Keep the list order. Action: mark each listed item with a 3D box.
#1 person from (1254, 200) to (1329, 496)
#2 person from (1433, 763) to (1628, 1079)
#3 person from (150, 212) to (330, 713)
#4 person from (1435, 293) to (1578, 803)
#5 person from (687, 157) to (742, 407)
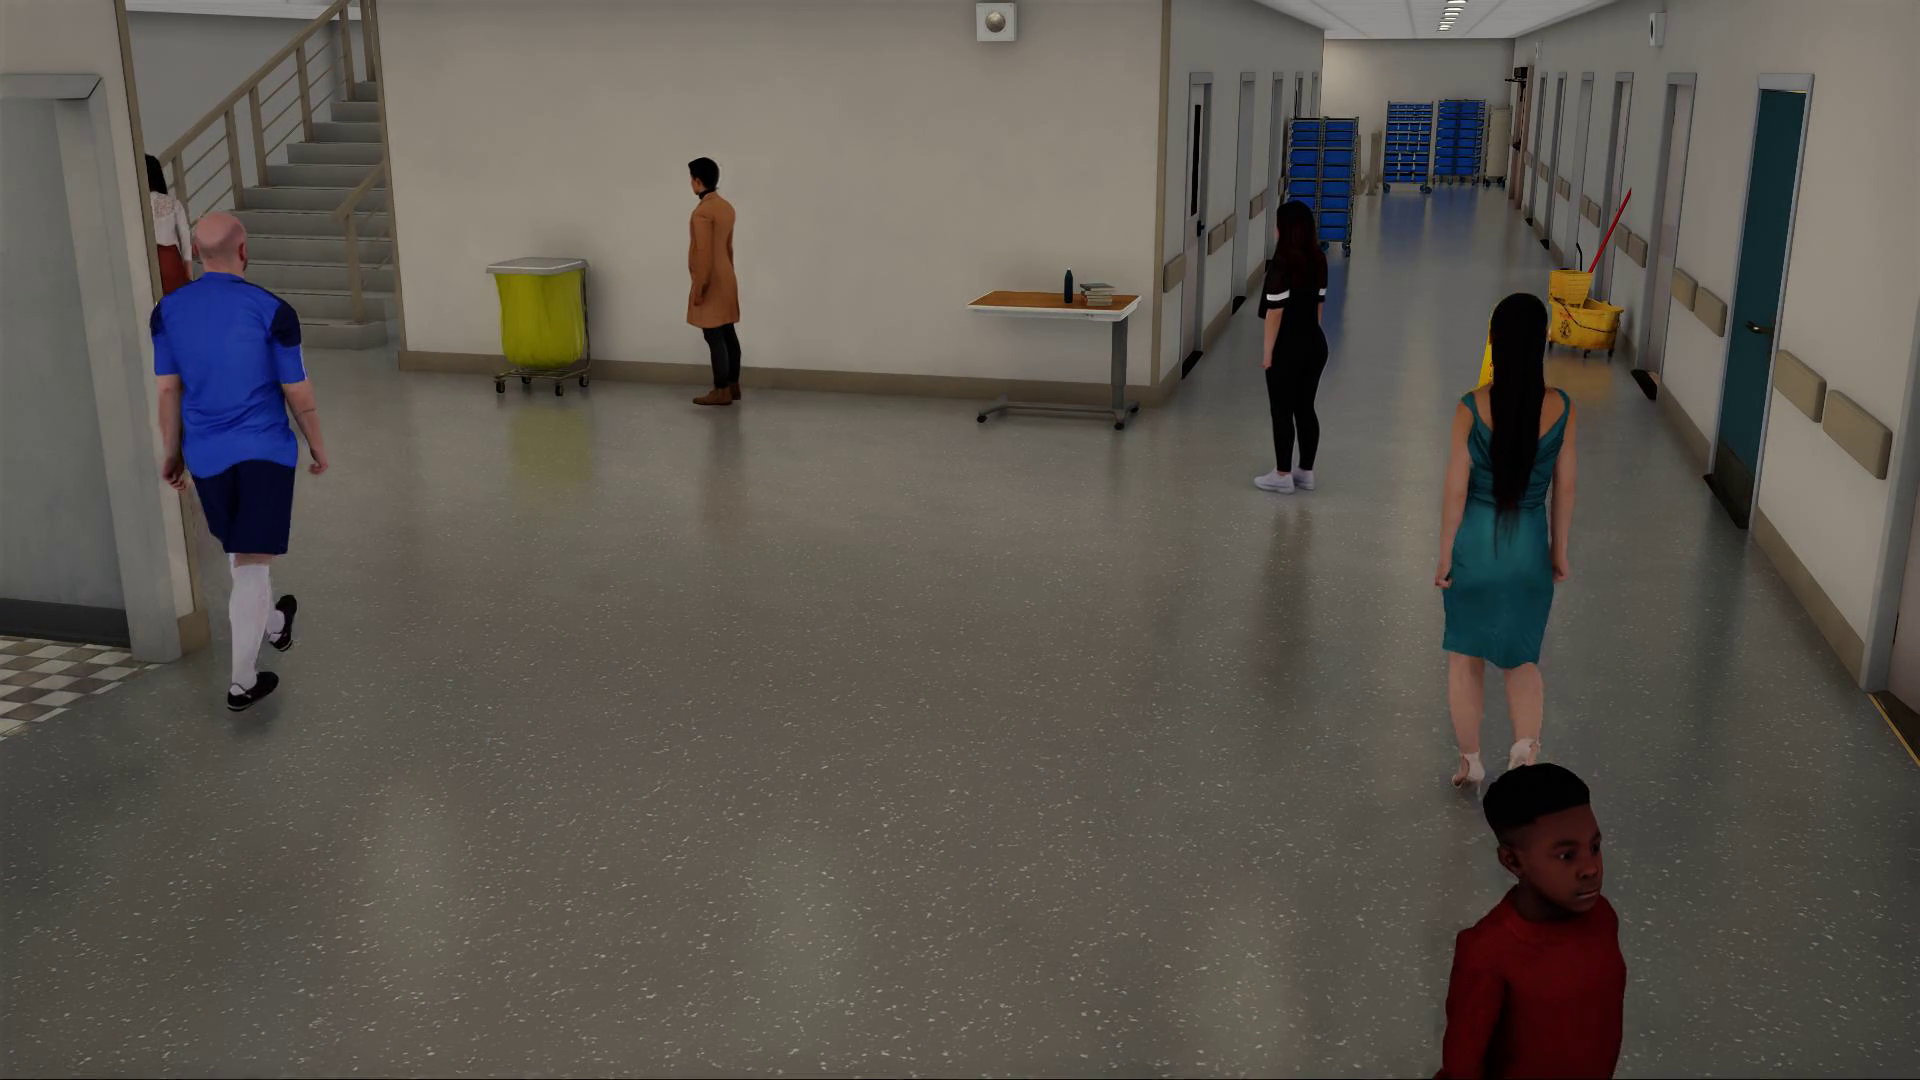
[{"bbox_3d":[1.882,-1.078,9.341,0.699,1.636,0.774,-11,19,-35],"label":"person"},{"bbox_3d":[0.905,0.957,2.868,0.827,1.231,0.941,-7,17,-22],"label":"person"},{"bbox_3d":[-2.682,-0.253,6.116,0.847,1.797,1.165,0,16,2],"label":"person"},{"bbox_3d":[1.674,0.101,5.096,0.669,1.670,0.928,1,16,2],"label":"person"},{"bbox_3d":[-1.730,-1.827,11.754,0.706,1.726,0.550,5,16,16],"label":"person"}]
